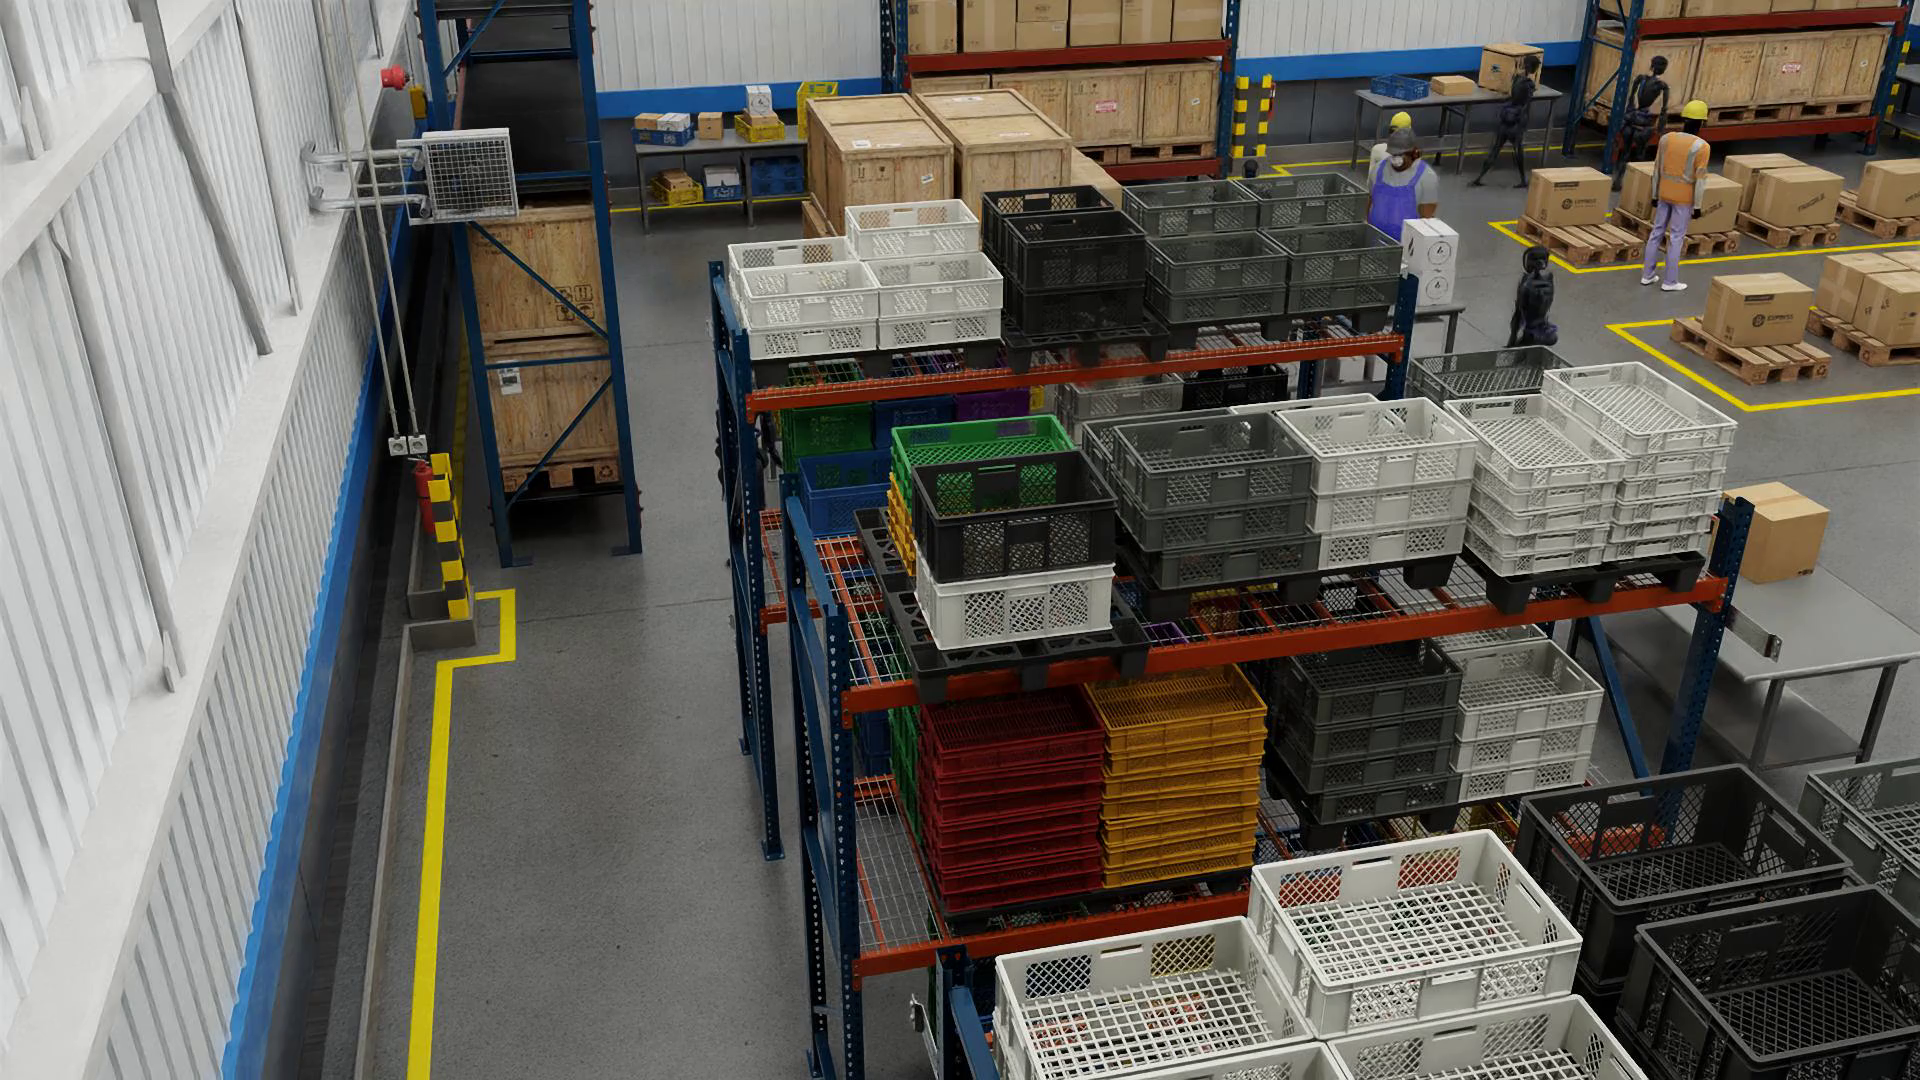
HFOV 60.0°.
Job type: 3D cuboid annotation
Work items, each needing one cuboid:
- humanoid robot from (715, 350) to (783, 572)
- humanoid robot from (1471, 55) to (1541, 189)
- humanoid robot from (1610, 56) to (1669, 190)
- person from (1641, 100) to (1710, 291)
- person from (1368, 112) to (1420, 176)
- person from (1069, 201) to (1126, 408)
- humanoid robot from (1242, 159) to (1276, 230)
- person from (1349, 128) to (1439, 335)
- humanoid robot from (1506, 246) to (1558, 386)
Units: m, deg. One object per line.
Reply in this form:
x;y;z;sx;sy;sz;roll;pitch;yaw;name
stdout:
-1.488;-0.566;11.609;0.333;1.648;0.592;15;31;27;humanoid robot
6.706;-5.073;20.227;0.809;1.623;0.669;-4;28;-8;humanoid robot
8.203;-4.981;19.977;0.401;1.634;0.621;-13;31;-24;humanoid robot
7.286;-3.491;16.891;0.361;1.928;0.584;-17;32;-29;person
4.437;-3.507;17.093;0.524;1.768;0.306;14;31;24;person
1.019;-1.844;13.770;0.736;1.925;1.056;-1;28;-3;person
2.716;-2.821;15.883;0.579;1.652;0.308;5;28;9;humanoid robot
4.039;-2.847;15.550;0.699;2.000;0.870;16;32;28;person
4.666;-1.570;13.515;0.493;1.640;0.772;-3;28;-6;humanoid robot
